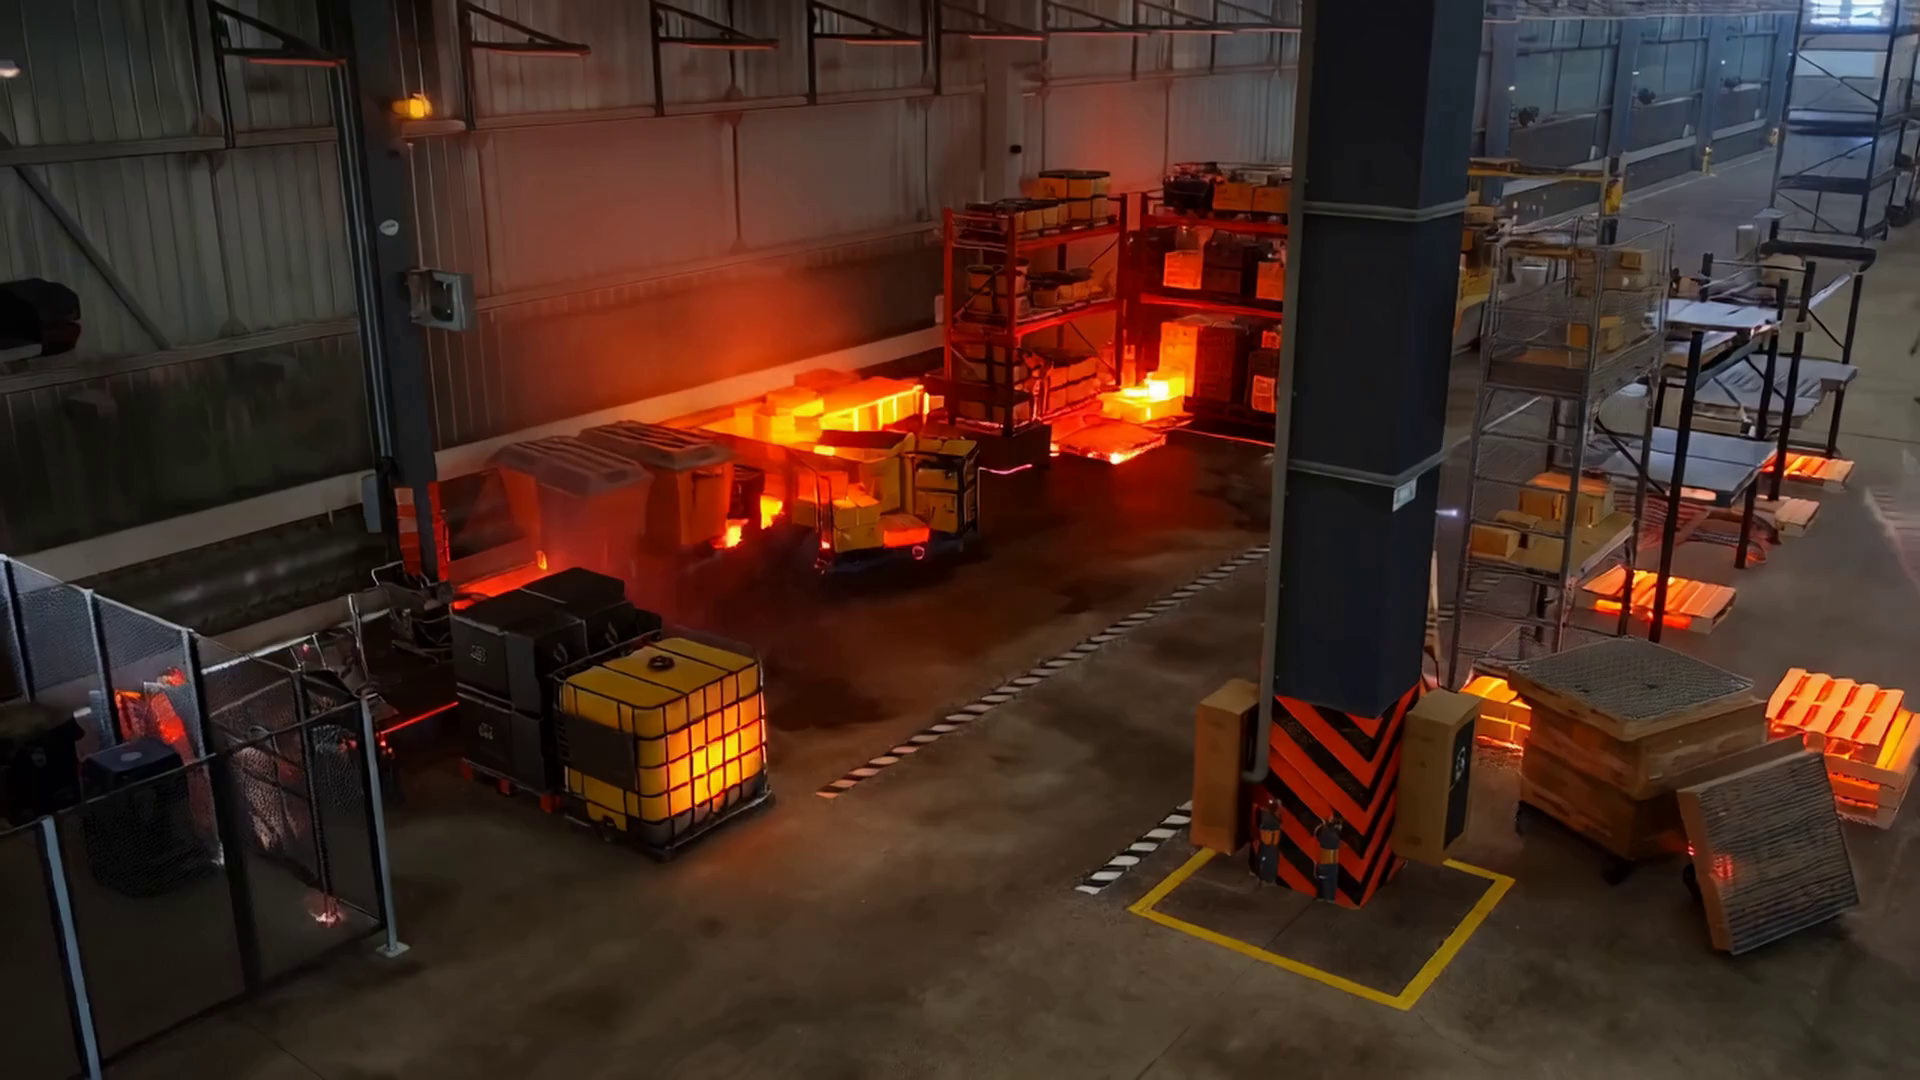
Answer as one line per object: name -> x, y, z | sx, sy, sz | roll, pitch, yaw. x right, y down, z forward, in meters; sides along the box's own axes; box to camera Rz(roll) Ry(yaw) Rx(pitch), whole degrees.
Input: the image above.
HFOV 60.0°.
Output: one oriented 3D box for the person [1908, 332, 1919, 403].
person -> 13.968, -2.706, 23.899 | 0.546, 1.603, 0.736 | -4, 18, -11
